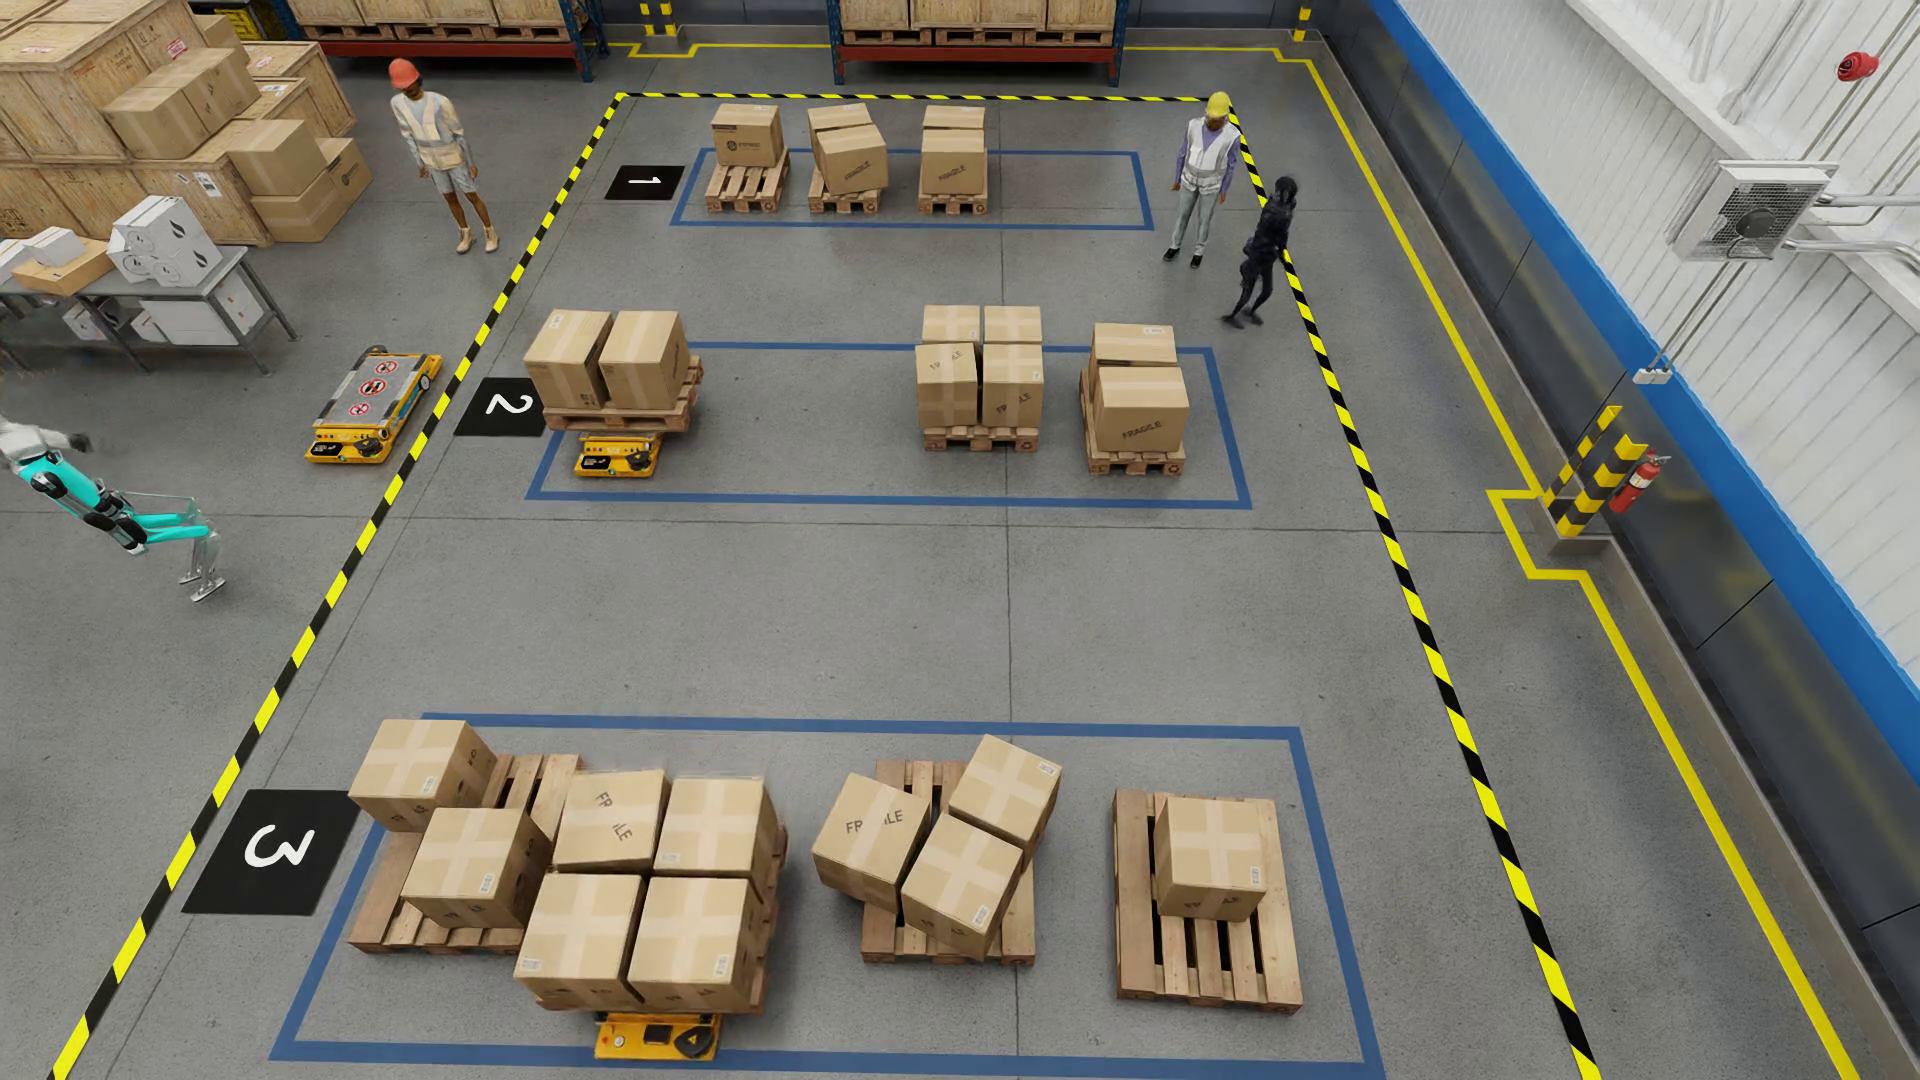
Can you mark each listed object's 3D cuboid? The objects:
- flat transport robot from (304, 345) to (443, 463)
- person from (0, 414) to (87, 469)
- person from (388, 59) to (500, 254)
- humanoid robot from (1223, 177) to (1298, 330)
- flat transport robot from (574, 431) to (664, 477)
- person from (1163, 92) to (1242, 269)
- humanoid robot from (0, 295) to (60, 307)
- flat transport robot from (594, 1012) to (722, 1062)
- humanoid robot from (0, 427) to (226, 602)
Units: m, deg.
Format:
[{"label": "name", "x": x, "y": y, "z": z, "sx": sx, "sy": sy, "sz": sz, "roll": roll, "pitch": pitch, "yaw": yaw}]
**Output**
[{"label": "flat transport robot", "x": -5.383, "y": -1.269, "z": 8.441, "sx": 0.659, "sy": 0.231, "sz": 1.431, "roll": 1, "pitch": 50, "yaw": 1}, {"label": "person", "x": -8.010, "y": -1.249, "z": 7.425, "sx": 0.732, "sy": 1.801, "sz": 0.576, "roll": -10, "pitch": 51, "yaw": -9}, {"label": "person", "x": -5.381, "y": -3.941, "z": 9.542, "sx": 0.615, "sy": 2.039, "sz": 0.382, "roll": -1, "pitch": 50, "yaw": -1}, {"label": "humanoid robot", "x": 2.880, "y": -2.723, "z": 8.753, "sx": 0.595, "sy": 1.637, "sz": 0.380, "roll": -35, "pitch": 58, "yaw": -26}, {"label": "flat transport robot", "x": -2.985, "y": -1.151, "z": 8.323, "sx": 0.652, "sy": 0.197, "sz": 1.431, "roll": 1, "pitch": 50, "yaw": 1}, {"label": "person", "x": 2.492, "y": -3.694, "z": 9.469, "sx": 0.601, "sy": 1.828, "sz": 0.404, "roll": 23, "pitch": 54, "yaw": 18}, {"label": "humanoid robot", "x": -9.578, "y": -2.925, "z": 8.906, "sx": 1.047, "sy": 1.756, "sz": 0.557, "roll": 1, "pitch": 50, "yaw": 1}, {"label": "flat transport robot", "x": -1.666, "y": 2.262, "z": 5.434, "sx": 0.652, "sy": 0.197, "sz": 1.431, "roll": 1, "pitch": 50, "yaw": 1}, {"label": "humanoid robot", "x": -5.798, "y": -0.233, "z": 6.511, "sx": 0.735, "sy": 1.681, "sz": 0.533, "roll": -36, "pitch": 58, "yaw": -26}]
